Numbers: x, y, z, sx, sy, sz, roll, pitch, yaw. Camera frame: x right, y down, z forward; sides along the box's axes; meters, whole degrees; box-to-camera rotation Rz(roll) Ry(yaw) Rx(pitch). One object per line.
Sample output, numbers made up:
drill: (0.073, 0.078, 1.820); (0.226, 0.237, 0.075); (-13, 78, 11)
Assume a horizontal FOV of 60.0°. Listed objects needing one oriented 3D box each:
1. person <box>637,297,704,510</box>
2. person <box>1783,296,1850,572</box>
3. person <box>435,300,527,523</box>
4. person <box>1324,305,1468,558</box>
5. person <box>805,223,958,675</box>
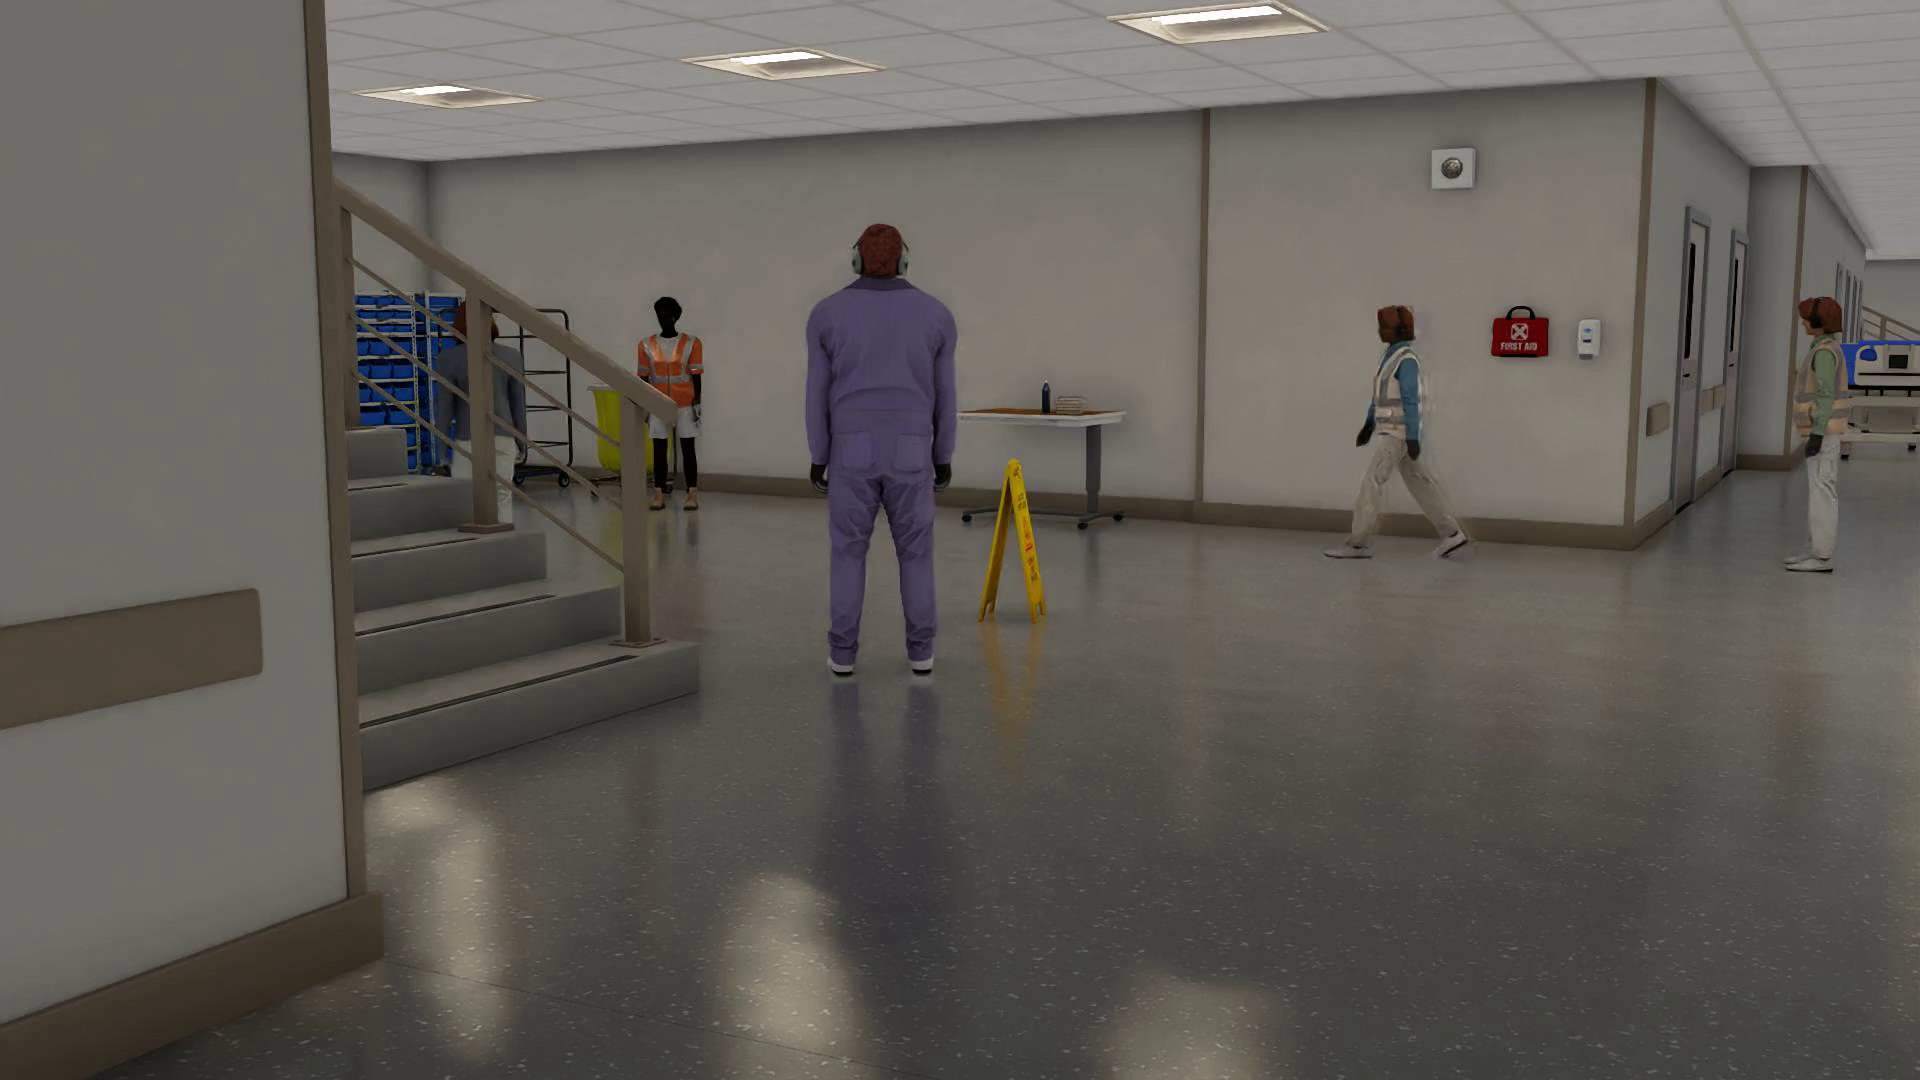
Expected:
person: (-2.279, -1.068, 13.118); (0.530, 1.688, 0.324); (0, 7, -1)
person: (5.108, -0.623, 9.894); (0.315, 1.636, 0.514); (4, 8, 27)
person: (-2.736, -0.569, 9.524); (0.516, 1.622, 0.335); (-4, 8, -28)
person: (2.775, -0.667, 10.383); (0.873, 1.593, 0.515); (1, 7, 7)
person: (-0.329, -0.378, 7.038); (0.644, 1.897, 0.400); (-1, 7, -7)
